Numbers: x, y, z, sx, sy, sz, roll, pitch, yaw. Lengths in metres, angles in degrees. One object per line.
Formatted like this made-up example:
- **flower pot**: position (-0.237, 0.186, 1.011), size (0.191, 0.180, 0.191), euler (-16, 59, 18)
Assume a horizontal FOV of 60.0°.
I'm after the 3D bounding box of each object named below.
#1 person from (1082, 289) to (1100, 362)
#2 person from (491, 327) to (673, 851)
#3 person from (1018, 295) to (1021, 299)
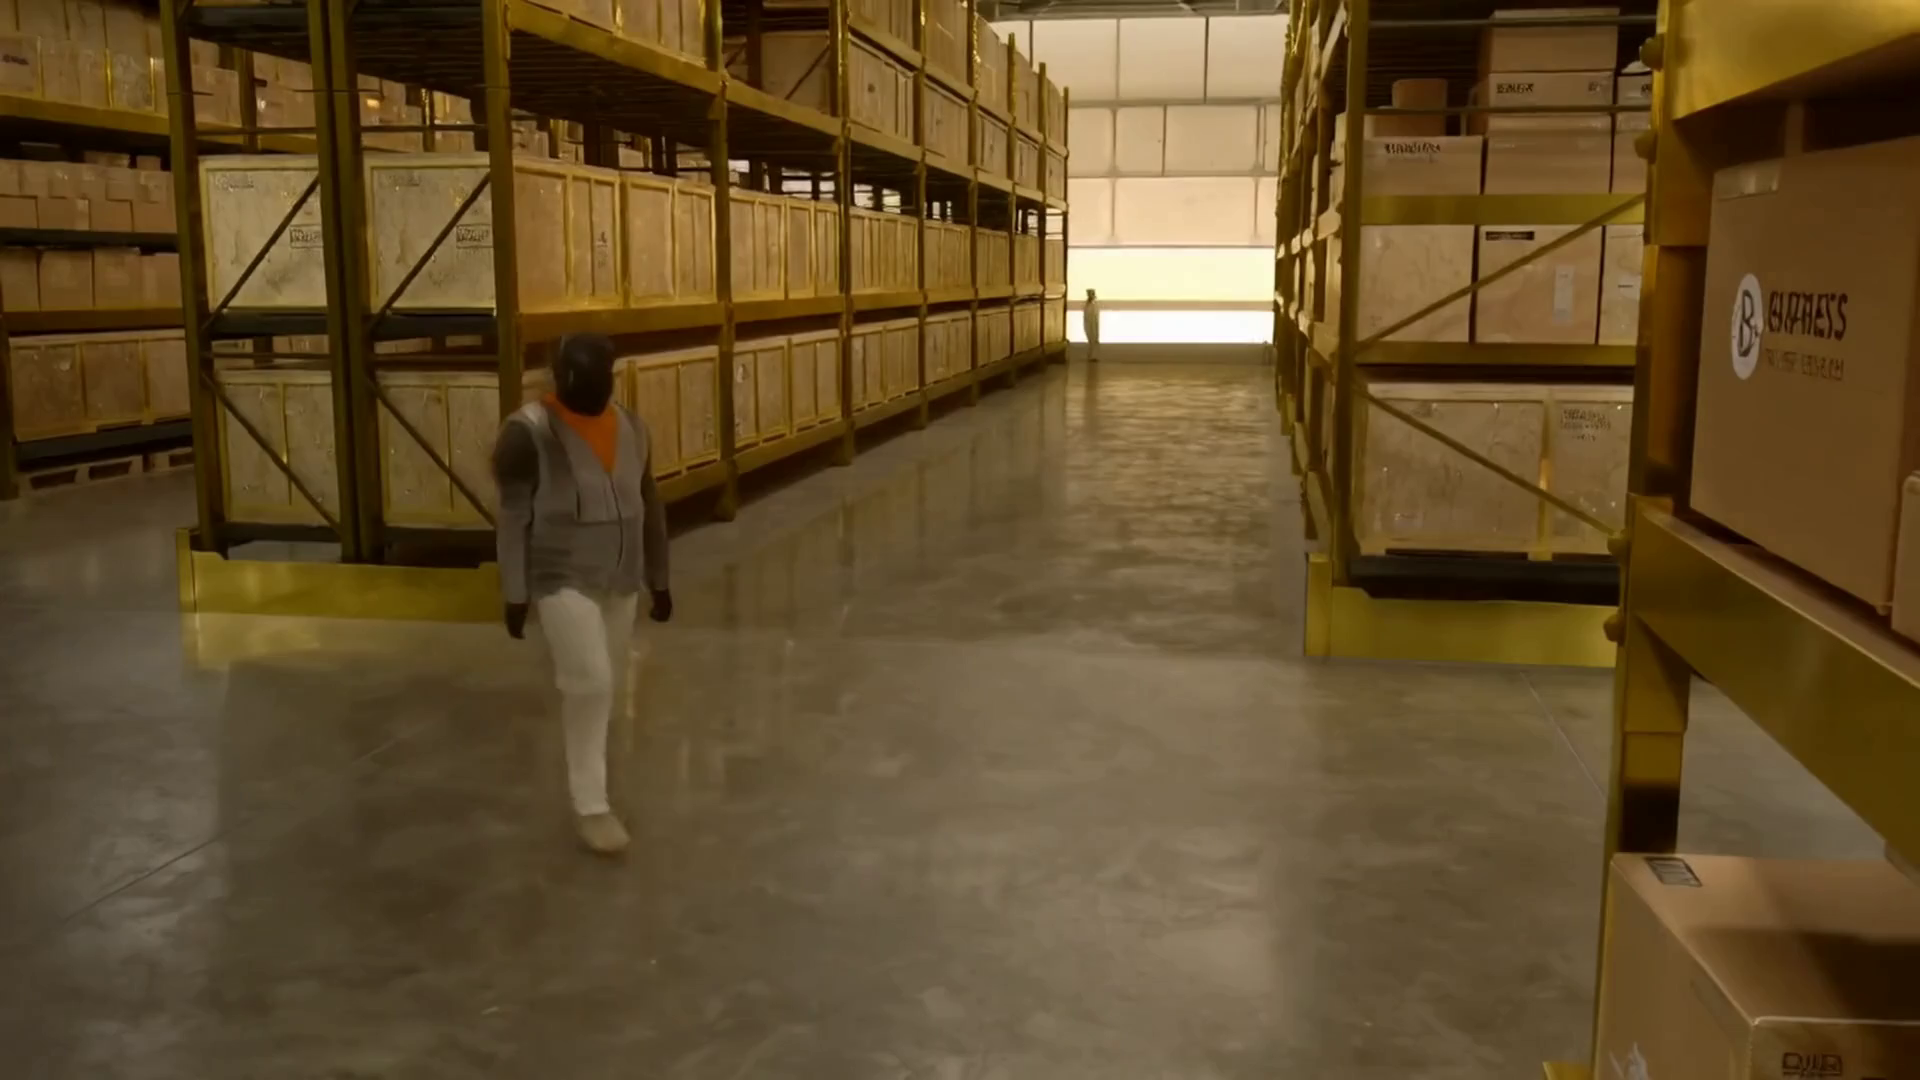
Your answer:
- **person**: position (2.965, -4.818, 37.437), size (0.313, 1.636, 0.520), euler (-6, 11, -34)
- **person**: position (-1.245, 0.174, 5.862), size (0.634, 1.825, 0.654), euler (7, 12, 38)
- **person**: position (1.296, -5.068, 38.148), size (0.724, 1.914, 0.546), euler (1, 9, 8)
